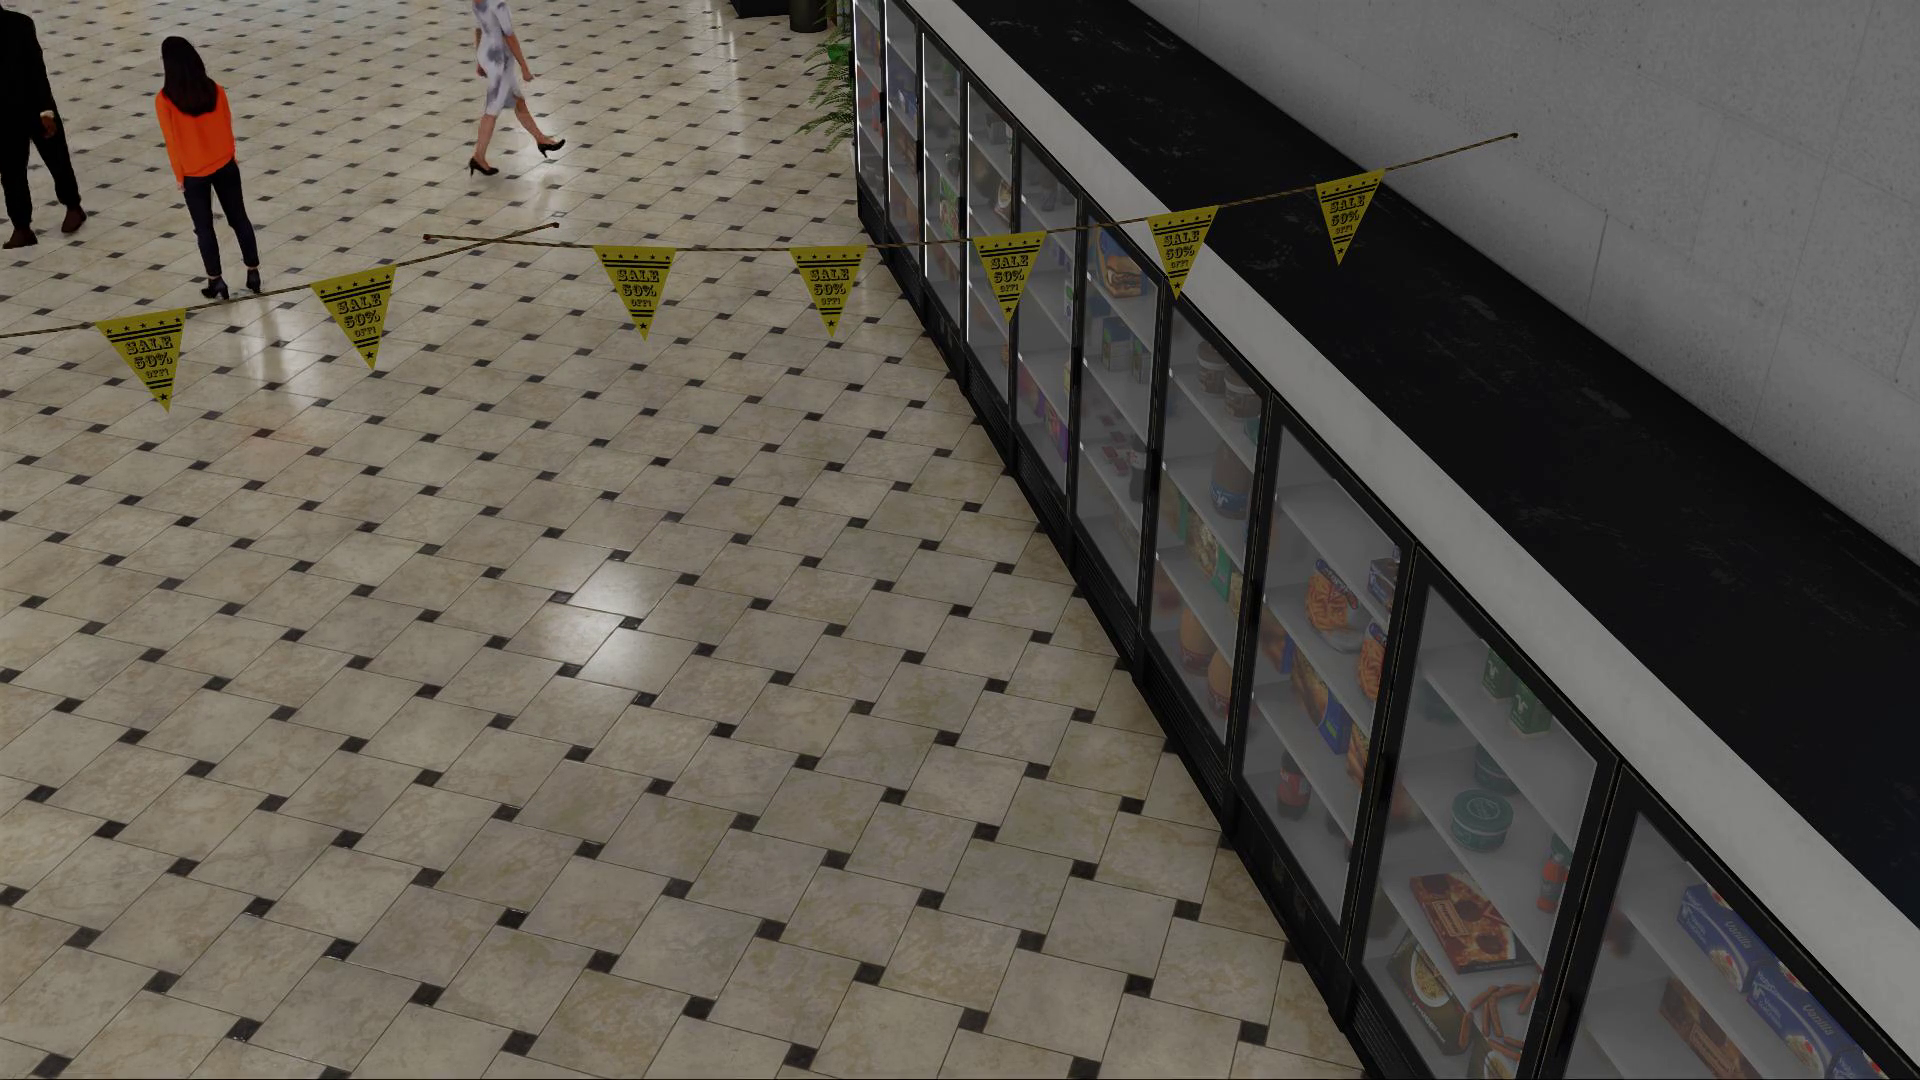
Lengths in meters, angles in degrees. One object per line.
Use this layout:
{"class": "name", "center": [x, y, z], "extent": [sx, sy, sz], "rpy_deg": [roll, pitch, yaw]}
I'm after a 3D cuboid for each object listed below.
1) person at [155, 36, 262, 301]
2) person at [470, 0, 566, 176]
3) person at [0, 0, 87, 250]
{"class": "person", "center": [-4.900, -2.415, 10.876], "extent": [0.779, 1.748, 0.686], "rpy_deg": [26, 40, 35]}
{"class": "person", "center": [-3.652, -3.644, 12.899], "extent": [1.172, 1.696, 0.901], "rpy_deg": [-24, 39, -33]}
{"class": "person", "center": [-6.603, -3.076, 11.820], "extent": [1.093, 1.873, 0.878], "rpy_deg": [-3, 32, -5]}
